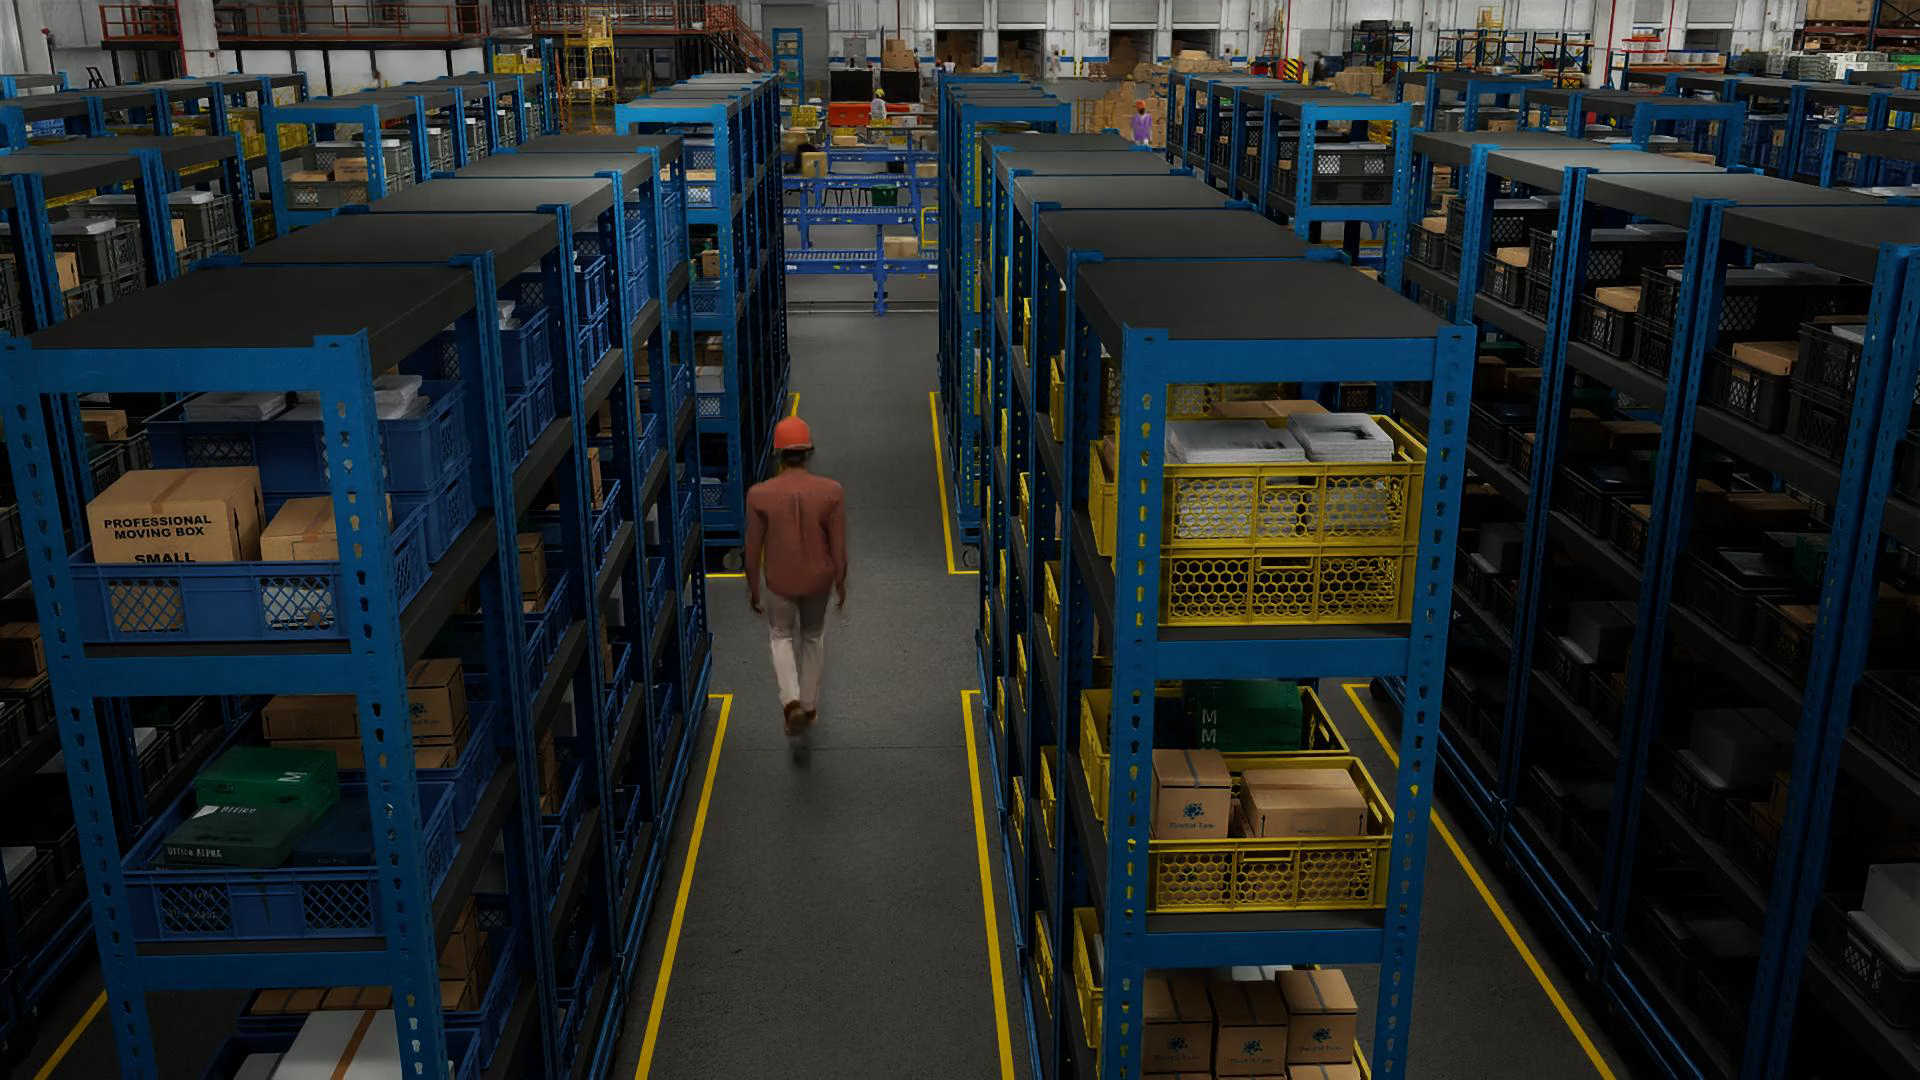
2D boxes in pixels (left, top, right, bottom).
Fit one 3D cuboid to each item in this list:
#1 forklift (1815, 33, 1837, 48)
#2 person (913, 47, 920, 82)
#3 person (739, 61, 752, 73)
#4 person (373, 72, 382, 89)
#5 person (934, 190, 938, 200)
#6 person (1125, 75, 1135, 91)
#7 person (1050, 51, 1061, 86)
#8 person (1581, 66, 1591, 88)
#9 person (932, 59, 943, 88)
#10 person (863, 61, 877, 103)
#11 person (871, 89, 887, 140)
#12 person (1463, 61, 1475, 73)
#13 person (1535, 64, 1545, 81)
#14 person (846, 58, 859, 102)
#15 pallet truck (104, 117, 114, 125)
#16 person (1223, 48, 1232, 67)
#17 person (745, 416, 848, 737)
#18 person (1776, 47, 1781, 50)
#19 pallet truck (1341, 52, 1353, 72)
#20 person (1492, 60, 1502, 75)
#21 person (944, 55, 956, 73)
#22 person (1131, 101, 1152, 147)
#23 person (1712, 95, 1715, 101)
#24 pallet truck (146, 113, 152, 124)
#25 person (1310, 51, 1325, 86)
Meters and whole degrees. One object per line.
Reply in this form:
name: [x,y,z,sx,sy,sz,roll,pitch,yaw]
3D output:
forklift: [44.522,-24.754,85.865,1.873,2.768,1.129,-17,24,-41]
person: [-2.421,-26.648,93.252,0.546,1.924,0.620,4,18,11]
person: [-9.368,-19.956,72.634,0.611,1.870,0.423,3,18,11]
person: [-21.656,-16.501,62.002,0.444,1.833,0.544,-1,18,-4]
person: [-0.105,-8.673,37.543,1.070,1.991,0.610,-4,18,-11]
person: [6.325,-16.657,62.699,0.507,1.687,0.912,6,19,18]
person: [5.245,-25.473,89.806,0.873,1.803,0.651,-16,24,-40]
person: [25.004,-17.953,66.393,0.958,1.891,0.618,-4,18,-11]
person: [-1.003,-20.380,73.909,0.537,1.904,0.971,9,20,25]
person: [-3.744,-18.861,69.047,0.612,1.995,0.376,-7,19,-21]
person: [-2.415,-12.621,50.005,0.404,1.827,0.590,-17,25,-42]
person: [21.453,-19.229,70.287,0.543,1.932,0.365,7,19,19]
person: [24.098,-18.862,69.277,0.507,1.860,0.325,-9,20,-27]
person: [-4.836,-20.703,74.871,0.596,1.916,0.380,5,18,14]
pallet truck: [-18.367,-7.885,35.078,1.885,1.965,0.823,1,18,2]
person: [15.027,-26.691,93.485,0.535,1.864,0.309,6,19,18]
person: [-0.966,0.245,9.968,0.618,1.977,0.658,-4,18,-11]
person: [46.307,-26.934,94.193,0.911,1.885,0.603,2,18,7]
pallet truck: [18.794,-23.123,82.231,0.823,1.965,1.885,-13,22,-35]
person: [24.115,-20.625,74.722,0.583,1.864,0.712,-9,20,-25]
person: [-0.490,-22.182,79.477,0.605,1.897,0.597,-2,18,-7]
person: [4.722,-10.451,43.218,0.554,1.876,1.008,0,18,-1]
person: [25.503,-14.586,56.415,0.457,1.622,0.540,3,18,10]
pallet truck: [-18.087,-8.309,36.390,1.885,1.965,0.823,-1,18,-4]
person: [17.835,-23.460,83.205,0.917,2.000,0.682,-10,20,-27]
